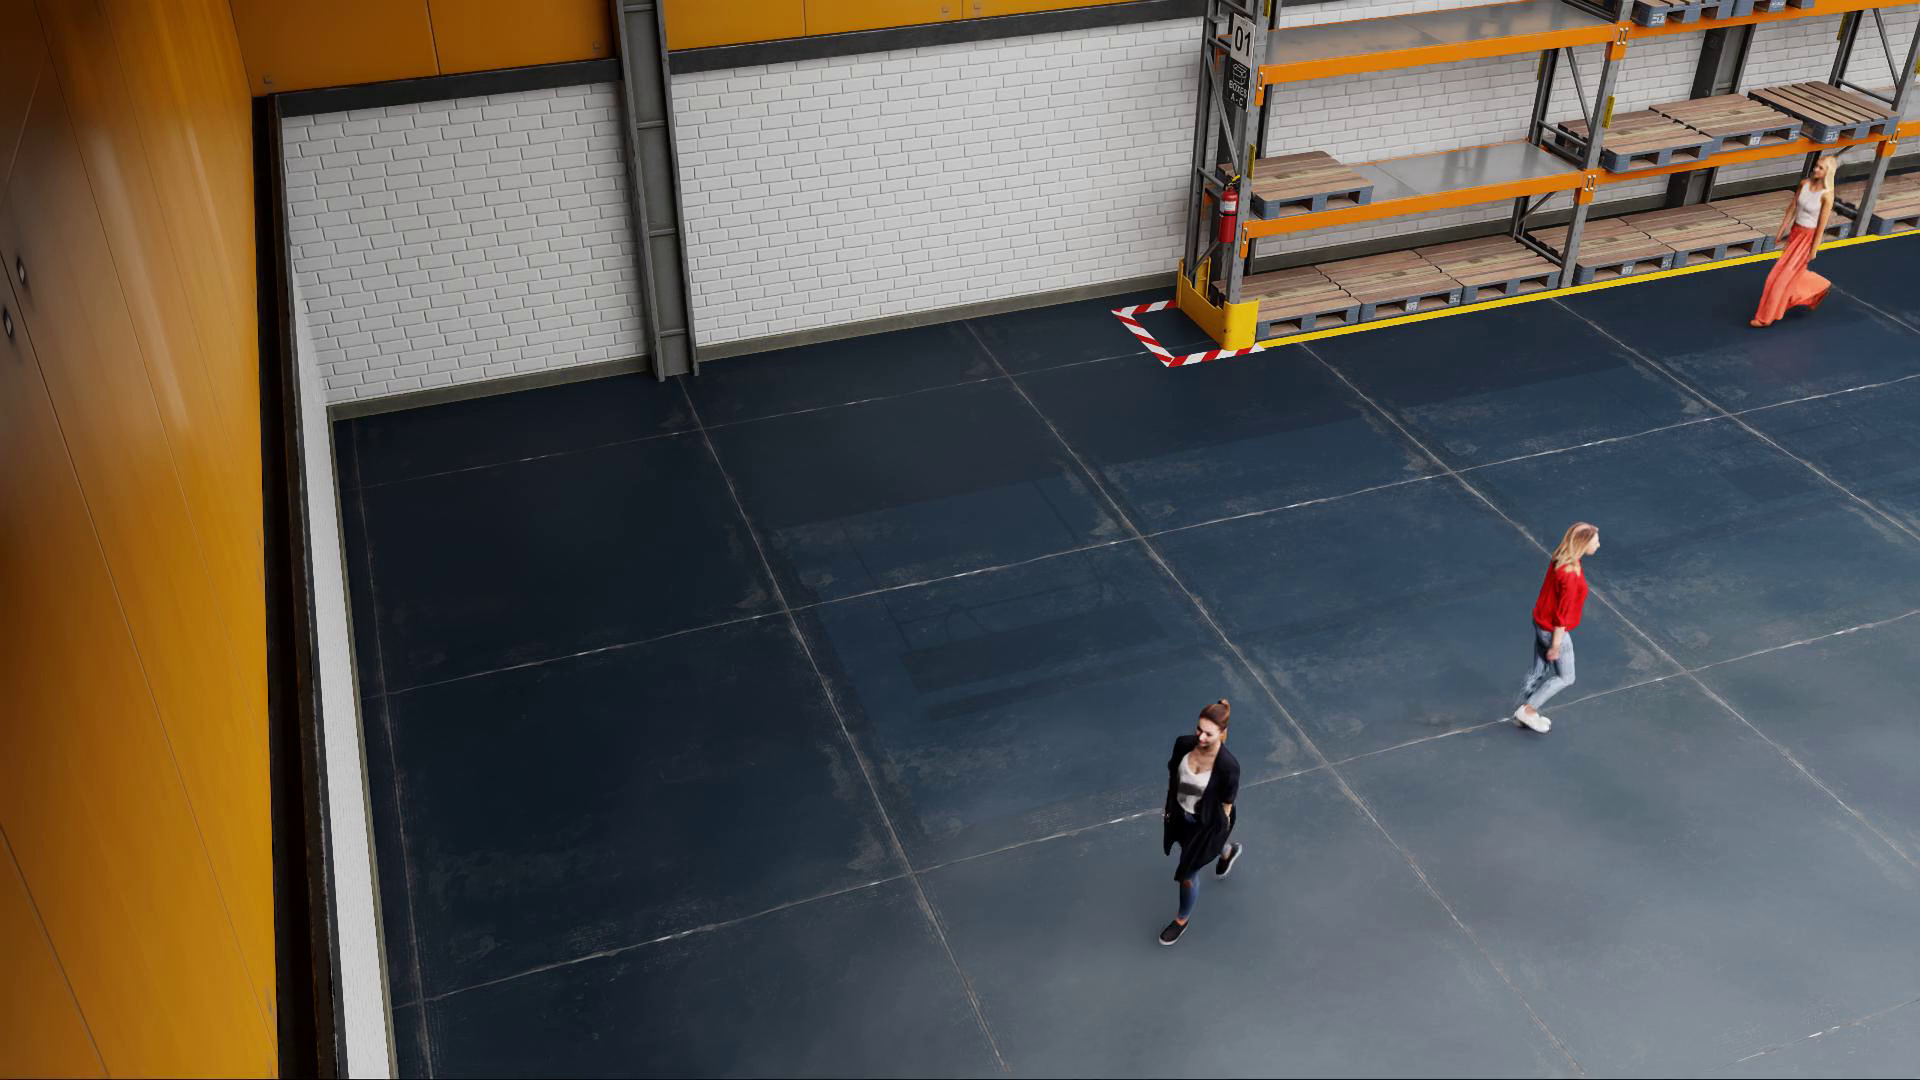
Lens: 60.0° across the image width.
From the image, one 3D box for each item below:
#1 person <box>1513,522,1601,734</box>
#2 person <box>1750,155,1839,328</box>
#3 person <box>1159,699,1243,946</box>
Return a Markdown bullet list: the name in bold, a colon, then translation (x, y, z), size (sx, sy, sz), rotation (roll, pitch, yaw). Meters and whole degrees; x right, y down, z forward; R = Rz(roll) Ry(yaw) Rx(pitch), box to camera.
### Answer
- **person**: translation (3.922, 0.590, 11.234), size (0.691, 1.695, 0.695), rotation (3, 34, 4)
- **person**: translation (8.419, -2.955, 16.492), size (1.118, 1.778, 0.756), rotation (-6, 34, -9)
- **person**: translation (1.452, 1.588, 9.763), size (1.111, 1.661, 0.851), rotation (-26, 42, -33)
